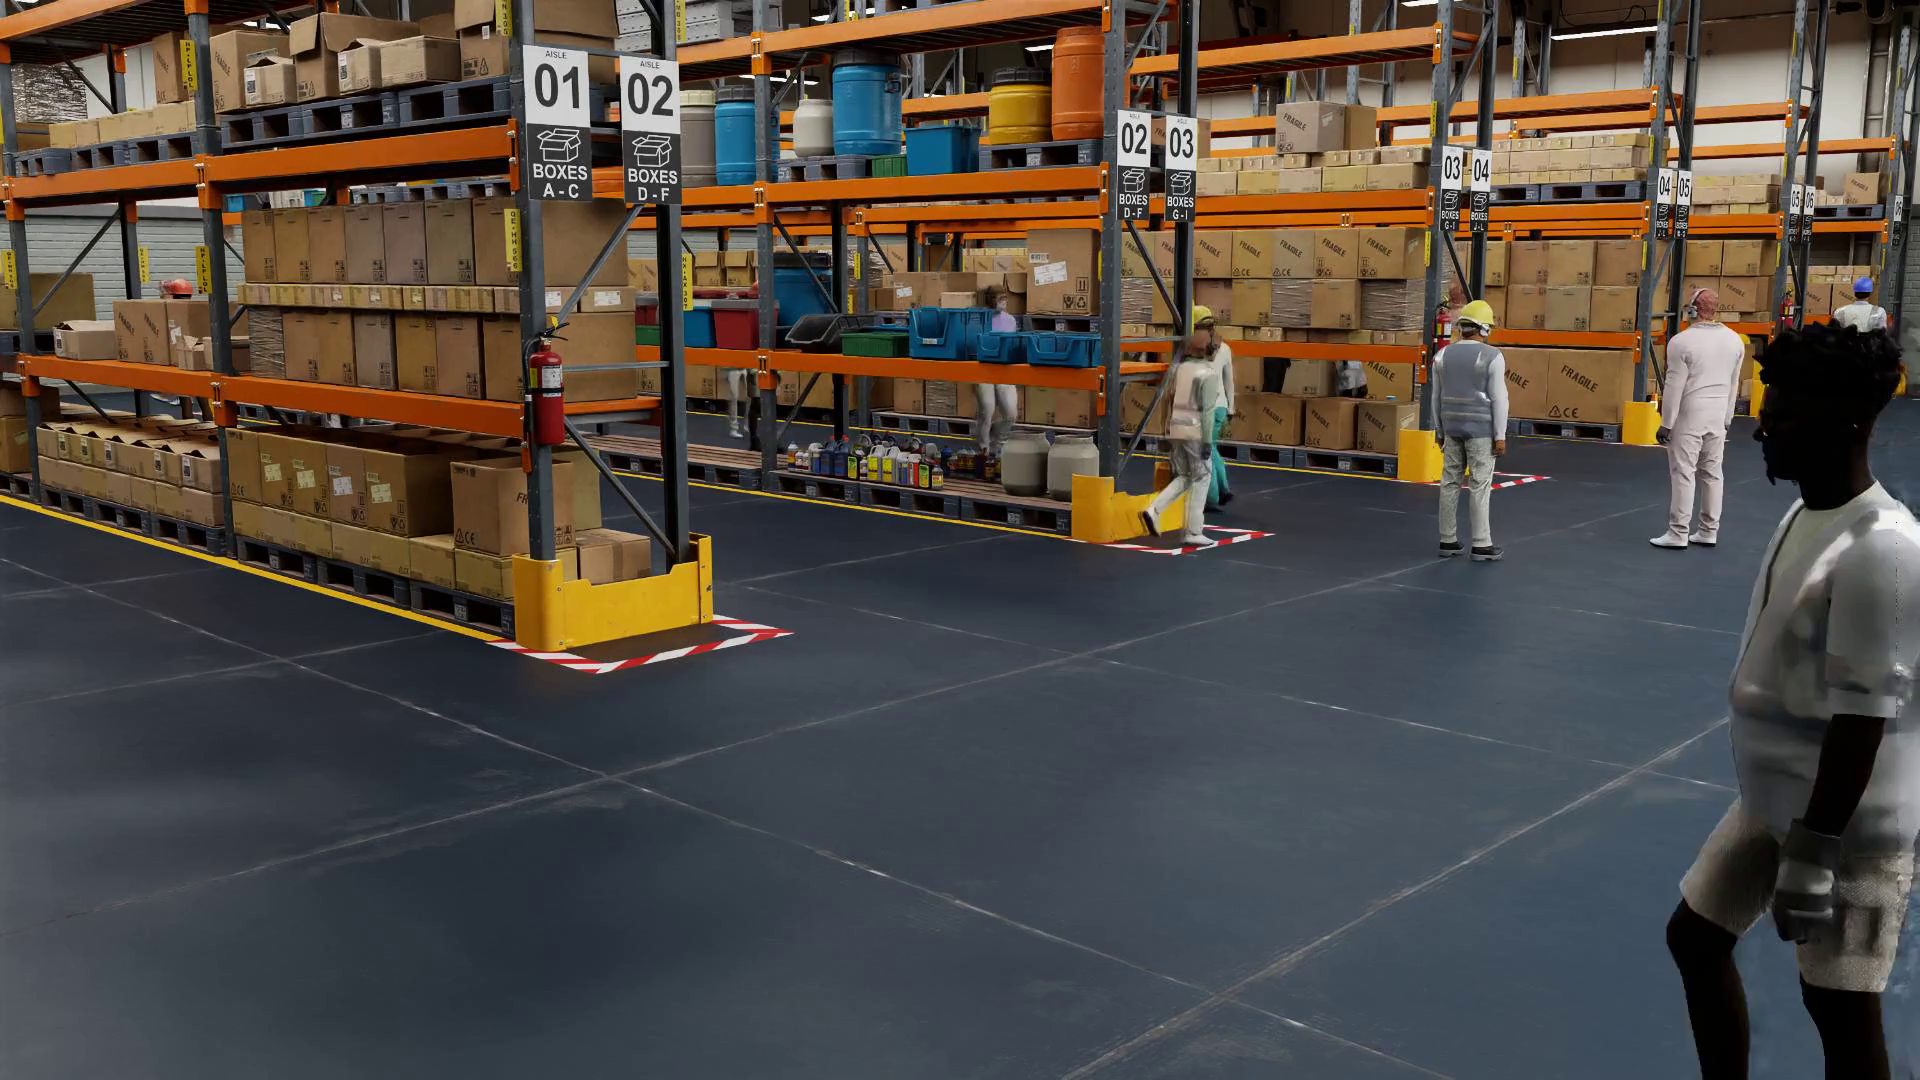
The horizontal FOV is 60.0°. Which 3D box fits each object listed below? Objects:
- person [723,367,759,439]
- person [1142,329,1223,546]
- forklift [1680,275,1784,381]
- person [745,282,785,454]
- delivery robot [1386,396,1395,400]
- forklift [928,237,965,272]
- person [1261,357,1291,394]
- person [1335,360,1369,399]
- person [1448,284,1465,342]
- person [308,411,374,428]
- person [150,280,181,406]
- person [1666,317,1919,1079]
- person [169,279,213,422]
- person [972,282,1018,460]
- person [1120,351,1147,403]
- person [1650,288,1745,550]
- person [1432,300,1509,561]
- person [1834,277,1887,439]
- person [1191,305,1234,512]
[{"bbox_3d":[-2.671,-2.037,20.182,0.508,1.619,0.481,-6,11,-35],"label":"person"},{"bbox_3d":[1.668,-0.751,12.294,0.509,1.610,0.517,-5,10,-26],"label":"person"},{"bbox_3d":[12.480,-3.427,27.053,1.214,2.155,2.313,9,13,43],"label":"forklift"},{"bbox_3d":[-2.185,-1.905,18.440,0.394,1.925,0.552,8,13,42],"label":"person"},{"bbox_3d":[5.103,-1.462,19.734,0.477,0.478,0.707,-6,11,-32],"label":"delivery robot"},{"bbox_3d":[-0.326,-5.817,39.609,1.129,2.768,1.873,9,13,43],"label":"forklift"},{"bbox_3d":[4.026,-2.362,21.237,0.370,1.916,0.597,7,12,38],"label":"person"},{"bbox_3d":[4.861,-2.148,20.648,0.367,1.677,0.551,8,12,41],"label":"person"},{"bbox_3d":[5.320,-1.824,18.049,0.640,1.885,0.425,-9,13,-43],"label":"person"},{"bbox_3d":[-5.285,-1.177,14.264,0.579,1.836,0.387,-6,11,-31],"label":"person"},{"bbox_3d":[-12.020,-2.973,25.130,0.873,1.871,0.675,1,9,9],"label":"person"},{"bbox_3d":[1.632,0.529,3.401,0.657,1.947,0.634,2,9,11],"label":"person"},{"bbox_3d":[-8.609,-1.931,18.532,0.361,1.940,0.543,5,11,30],"label":"person"},{"bbox_3d":[0.329,-1.601,16.581,0.634,1.922,0.439,-6,11,-34],"label":"person"},{"bbox_3d":[2.531,-2.750,23.677,0.924,1.912,0.641,7,12,37],"label":"person"},{"bbox_3d":[5.401,-0.890,12.235,0.643,1.913,0.410,-3,10,-20],"label":"person"},{"bbox_3d":[3.639,-0.782,11.821,0.404,1.830,0.588,-7,12,-38],"label":"person"},{"bbox_3d":[10.919,-2.213,20.225,0.614,1.950,0.376,9,13,42],"label":"person"},{"bbox_3d":[2.060,-1.104,14.040,0.521,1.743,0.403,-6,11,-34],"label":"person"}]
